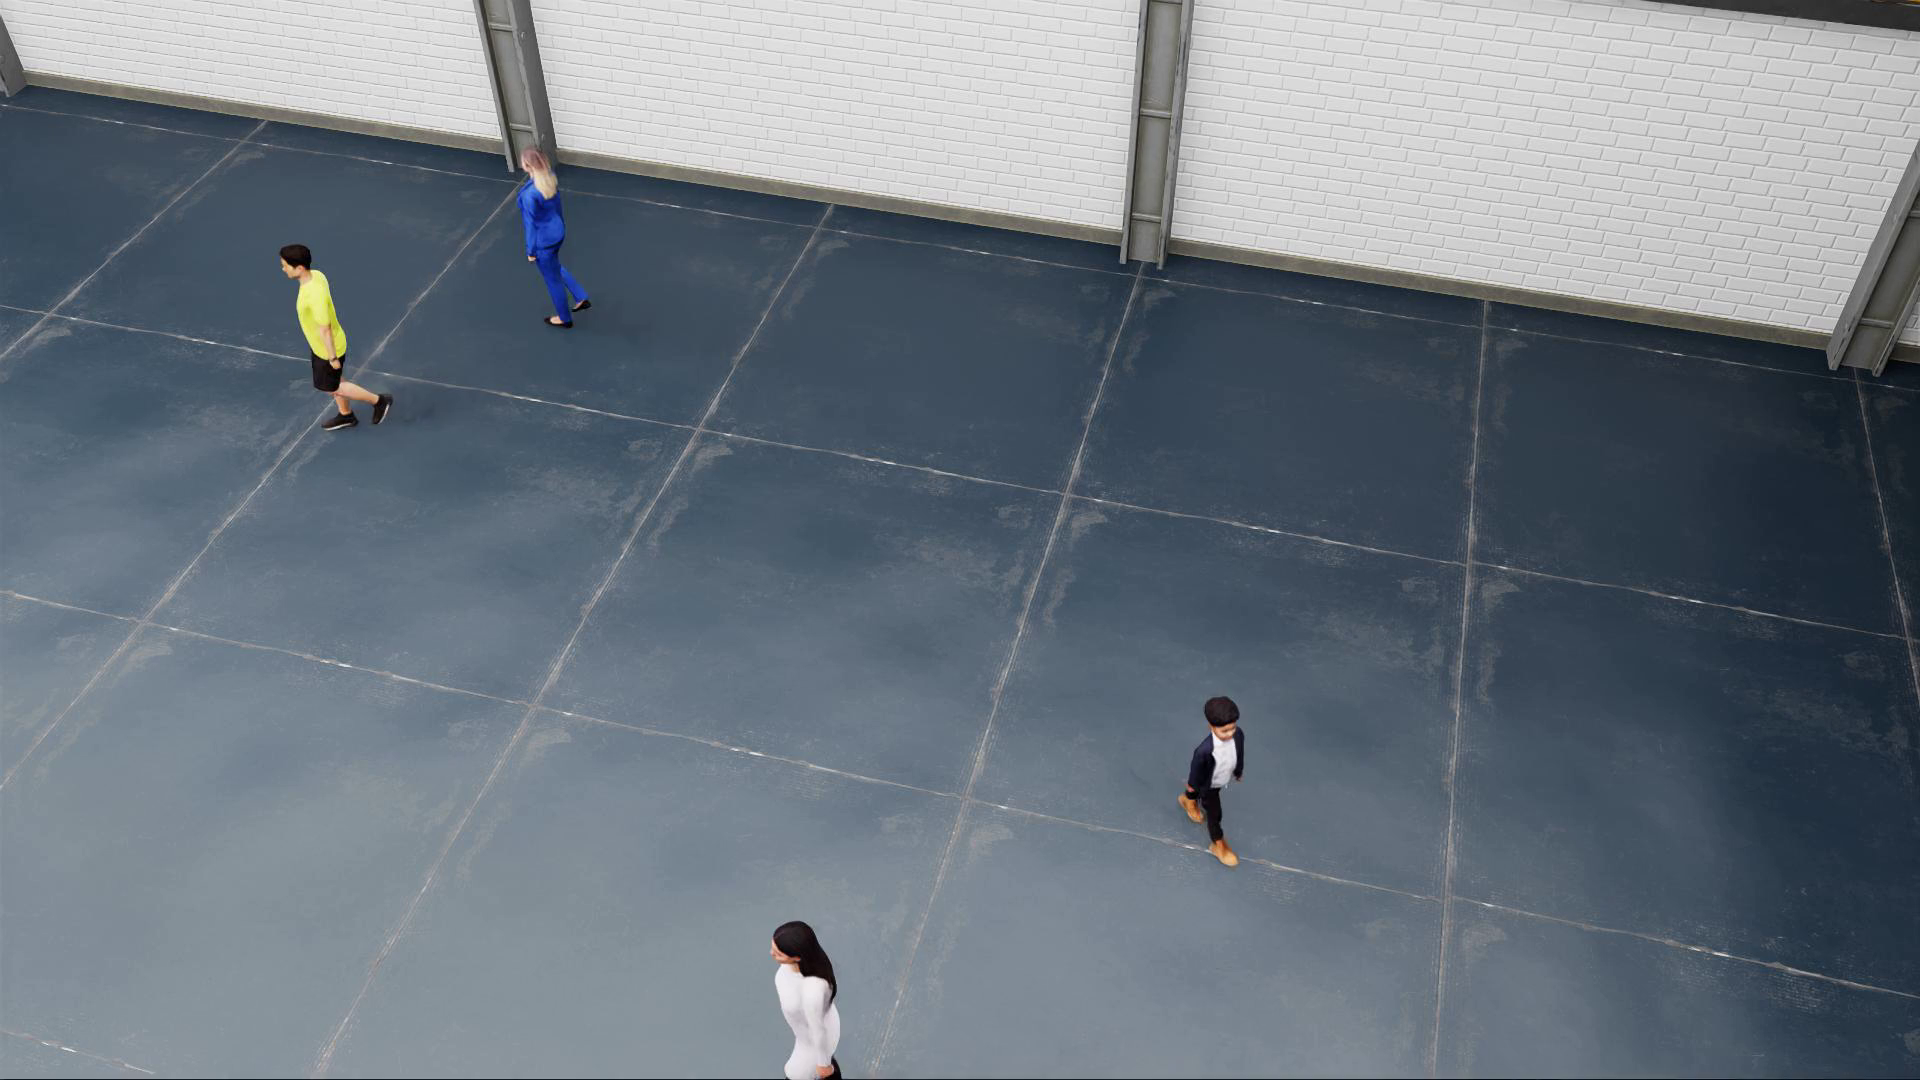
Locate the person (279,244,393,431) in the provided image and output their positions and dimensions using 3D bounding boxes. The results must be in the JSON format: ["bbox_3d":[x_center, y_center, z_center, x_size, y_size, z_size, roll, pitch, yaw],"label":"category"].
[{"bbox_3d":[-4.775,-1.544,12.718,0.948,1.693,0.870,-17,46,-17],"label":"person"}]

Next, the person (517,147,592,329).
[{"bbox_3d":[-3.299,-2.445,13.666,0.640,1.692,0.632,9,44,9],"label":"person"}]

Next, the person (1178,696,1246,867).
[{"bbox_3d":[1.501,1.362,10.027,0.807,1.197,0.891,-24,49,-23],"label":"person"}]

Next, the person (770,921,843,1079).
[{"bbox_3d":[-0.649,2.476,8.426,0.765,1.794,0.746,-11,45,-11],"label":"person"}]
